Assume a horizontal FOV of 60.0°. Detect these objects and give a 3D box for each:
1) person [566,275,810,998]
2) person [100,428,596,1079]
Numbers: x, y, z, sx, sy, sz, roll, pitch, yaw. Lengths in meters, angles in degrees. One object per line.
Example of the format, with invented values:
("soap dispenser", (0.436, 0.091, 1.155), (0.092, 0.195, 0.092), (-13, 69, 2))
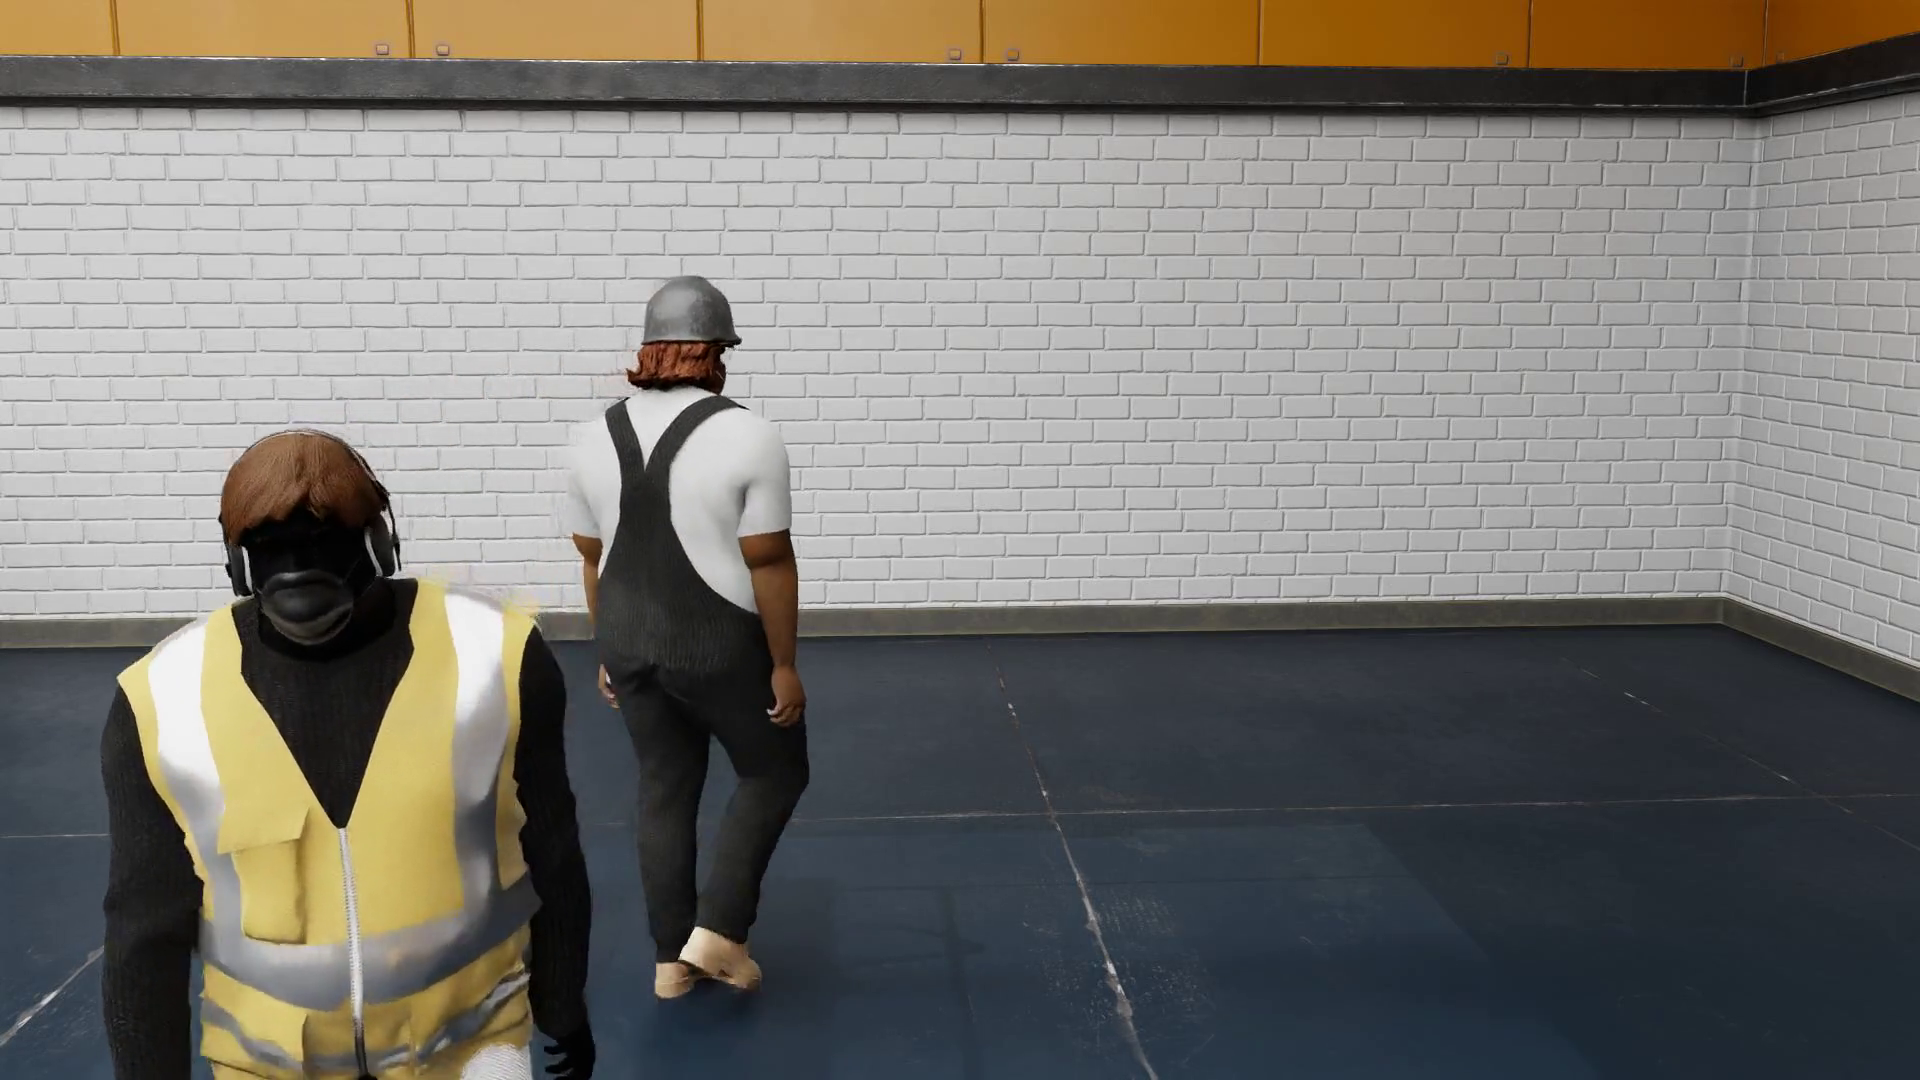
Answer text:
("person", (-0.717, 0.275, 4.630), (0.710, 2.000, 0.536), (4, 10, 25))
("person", (-0.856, 0.747, 2.385), (0.655, 1.820, 0.498), (-2, 9, -14))
